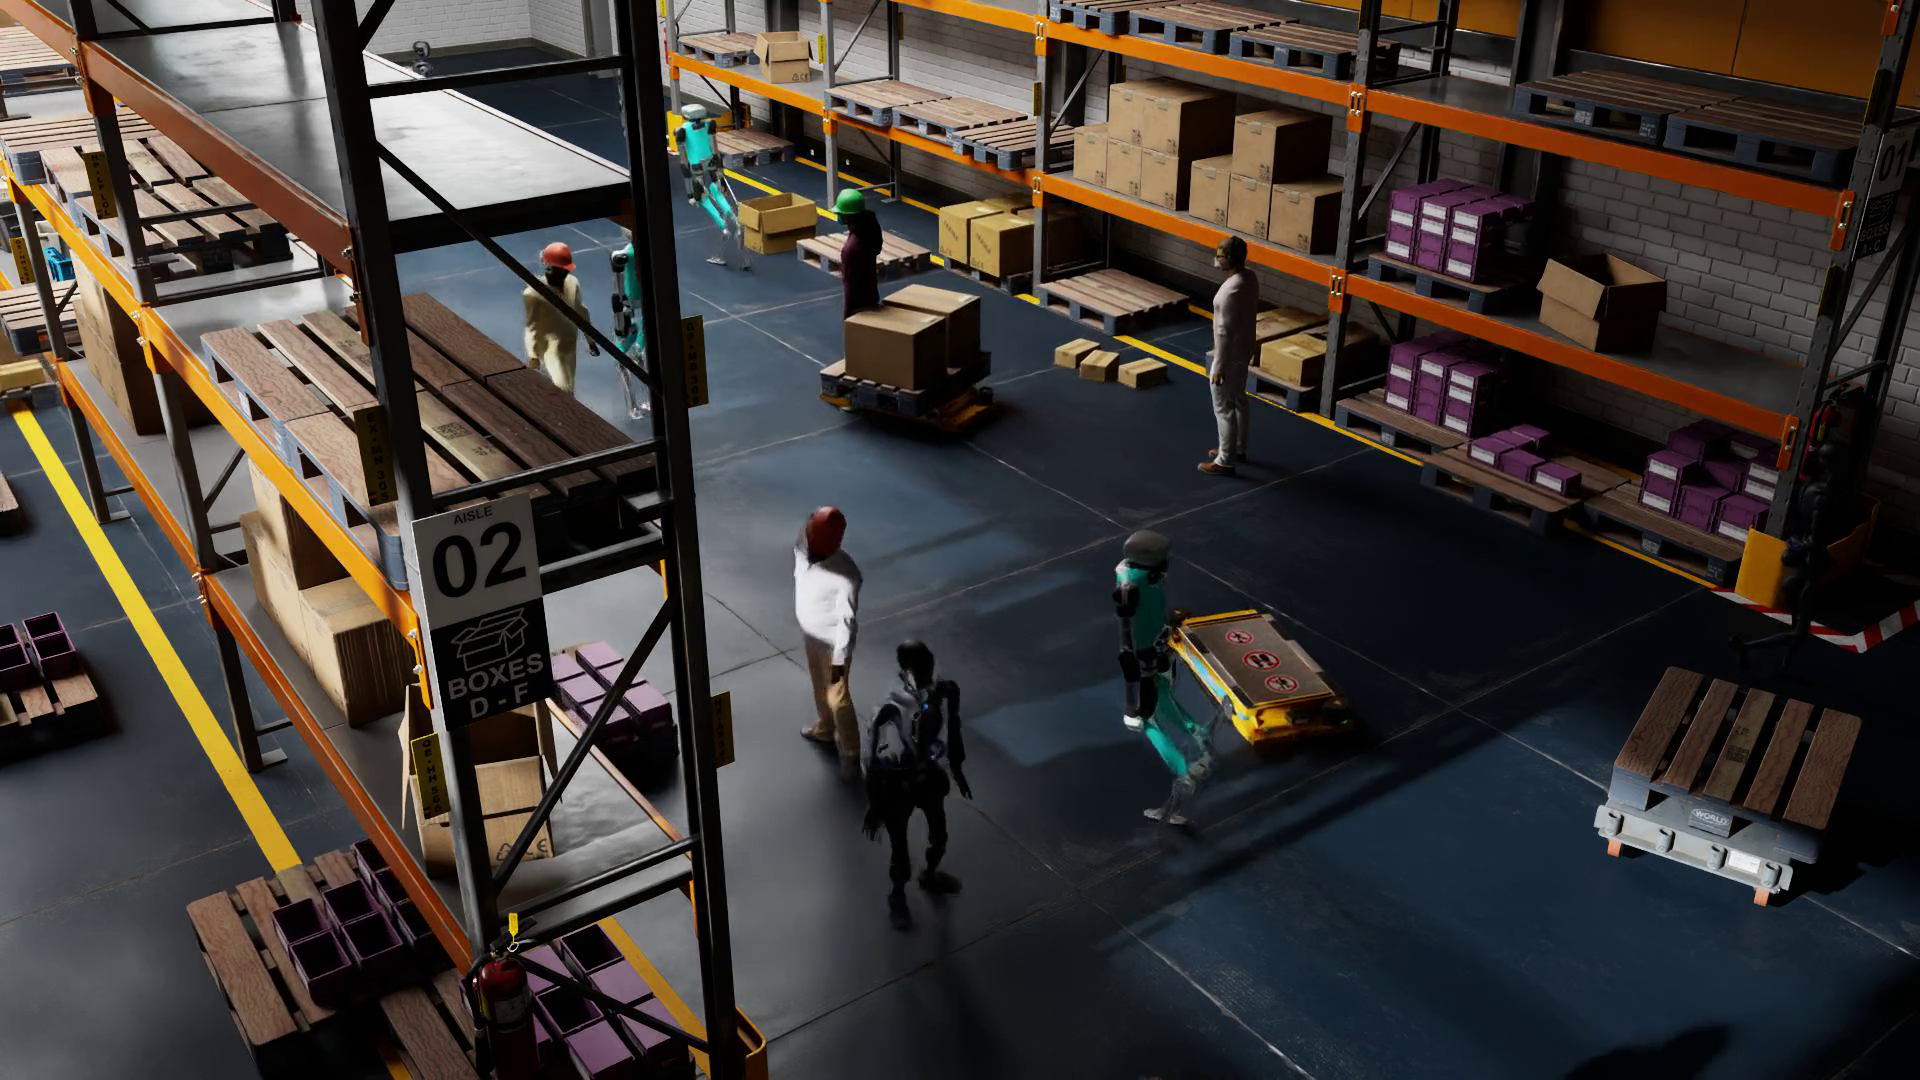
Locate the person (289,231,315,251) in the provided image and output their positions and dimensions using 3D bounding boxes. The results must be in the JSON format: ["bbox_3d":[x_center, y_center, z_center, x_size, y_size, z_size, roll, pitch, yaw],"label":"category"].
[{"bbox_3d":[-6.397,-2.849,16.173,0.747,1.592,0.526,12,29,22],"label":"person"}]

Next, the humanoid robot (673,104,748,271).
[{"bbox_3d":[-2.564,-3.676,17.716,0.859,1.822,0.555,22,34,37],"label":"humanoid robot"}]

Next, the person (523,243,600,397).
[{"bbox_3d":[-3.196,-1.563,13.472,0.572,1.720,0.573,14,30,26],"label":"person"}]

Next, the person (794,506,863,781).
[{"bbox_3d":[-0.785,0.519,9.360,0.331,1.705,0.672,-17,31,-30],"label":"person"}]

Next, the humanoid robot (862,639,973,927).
[{"bbox_3d":[-0.247,1.151,8.155,0.590,1.630,0.520,-17,31,-30],"label":"humanoid robot"}]

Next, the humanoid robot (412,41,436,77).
[{"bbox_3d":[-6.920,-5.659,21.672,0.309,1.653,0.608,-8,28,-15],"label":"humanoid robot"}]

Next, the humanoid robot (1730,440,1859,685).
[{"bbox_3d":[5.119,0.125,10.171,0.500,1.649,0.604,17,31,30],"label":"humanoid robot"}]

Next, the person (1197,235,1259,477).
[{"bbox_3d":[2.118,-1.433,12.996,0.368,1.932,0.633,12,29,22],"label":"person"}]

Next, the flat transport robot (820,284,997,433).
[{"bbox_3d":[-0.453,-1.255,14.483,1.431,0.231,0.659,15,31,28],"label":"flat transport robot"}]

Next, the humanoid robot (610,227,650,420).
[{"bbox_3d":[-2.758,-1.859,14.053,0.541,1.770,0.742,-20,33,-35],"label":"humanoid robot"}]

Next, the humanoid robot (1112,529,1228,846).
[{"bbox_3d":[1.143,0.827,8.736,0.709,1.815,0.535,12,29,22],"label":"humanoid robot"}]

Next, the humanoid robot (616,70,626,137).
[{"bbox_3d":[-3.936,-5.147,20.644,0.535,1.809,0.816,-4,27,-8],"label":"humanoid robot"}]

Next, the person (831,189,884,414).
[{"bbox_3d":[-0.853,-2.026,14.164,0.428,1.942,0.497,9,28,17],"label":"person"}]

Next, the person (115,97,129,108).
[{"bbox_3d":[-10.683,-5.504,21.029,0.608,1.984,0.392,5,27,10],"label":"person"}]

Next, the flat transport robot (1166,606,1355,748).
[{"bbox_3d":[1.830,0.807,10.382,0.659,0.231,1.431,-8,28,-15],"label":"flat transport robot"}]

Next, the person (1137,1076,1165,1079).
[{"bbox_3d":[0.529,2.478,5.357,0.917,1.794,0.633,-12,29,-22],"label":"person"}]

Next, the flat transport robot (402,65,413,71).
[{"bbox_3d":[-7.762,-5.714,23.353,0.659,0.231,1.431,1,27,2],"label":"flat transport robot"}]
